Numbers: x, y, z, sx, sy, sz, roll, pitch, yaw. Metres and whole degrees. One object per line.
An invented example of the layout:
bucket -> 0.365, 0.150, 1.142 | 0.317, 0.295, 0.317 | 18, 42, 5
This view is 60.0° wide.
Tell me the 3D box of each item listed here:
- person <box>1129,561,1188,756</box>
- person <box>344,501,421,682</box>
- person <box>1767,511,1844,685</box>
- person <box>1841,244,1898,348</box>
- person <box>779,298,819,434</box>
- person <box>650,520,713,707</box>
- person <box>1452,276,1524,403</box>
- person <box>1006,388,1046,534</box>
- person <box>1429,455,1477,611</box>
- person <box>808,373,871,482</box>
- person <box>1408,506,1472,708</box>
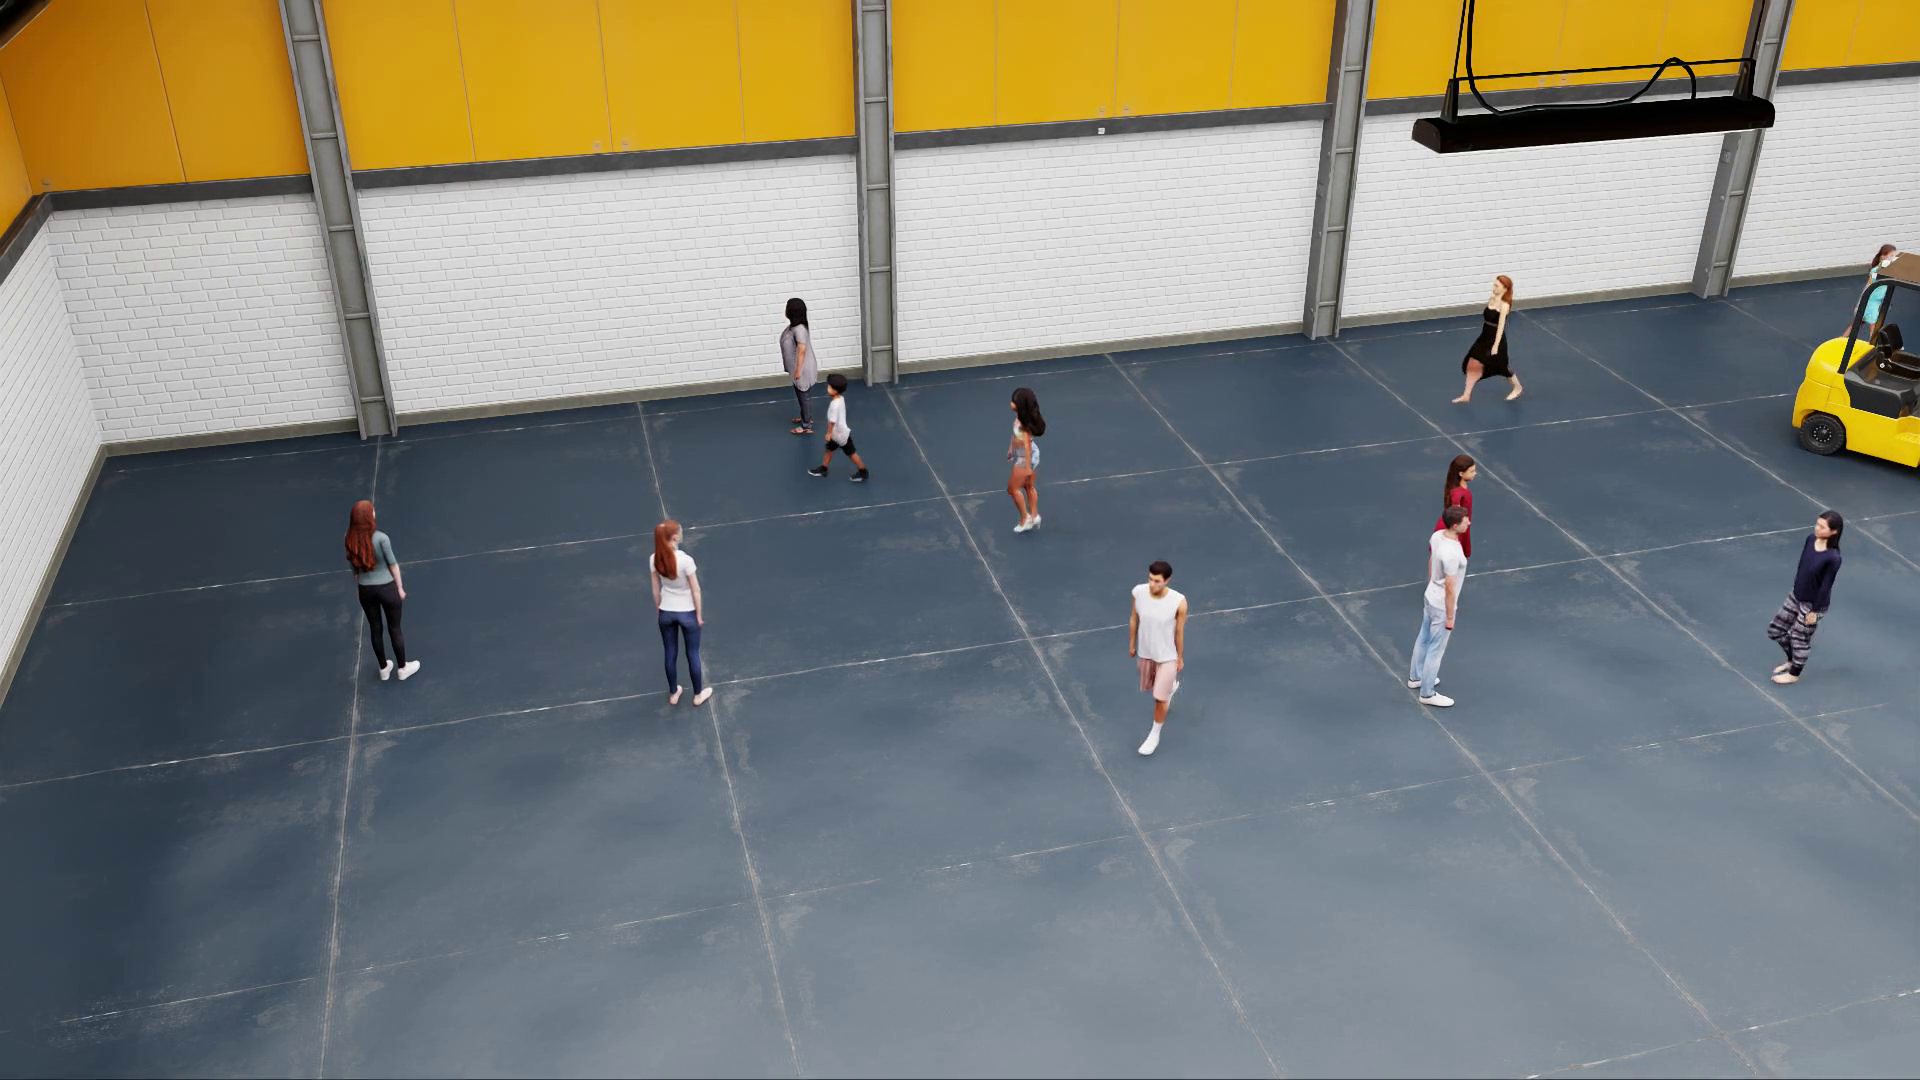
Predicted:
person -> 1.683, 0.881, 13.688 | 1.044, 1.759, 1.128 | 17, 33, 29
person -> -5.069, 0.445, 14.502 | 0.595, 1.743, 0.710 | 3, 29, 6
person -> 7.439, 0.498, 14.426 | 0.639, 1.724, 0.669 | -3, 29, -6
person -> 11.490, -3.008, 21.066 | 1.065, 1.519, 0.896 | -21, 35, -33
person -> -1.833, -2.036, 19.189 | 0.707, 1.611, 0.681 | -2, 29, -3
person -> -2.405, 0.634, 14.162 | 0.591, 1.738, 0.698 | 5, 29, 10
person -> 6.433, -2.351, 19.795 | 1.095, 1.583, 0.589 | -7, 29, -12
person -> 0.743, -0.800, 16.926 | 0.669, 1.609, 0.634 | -1, 29, -1
person -> 4.642, -0.095, 15.690 | 0.726, 1.554, 0.665 | 8, 30, 14
person -> -1.246, -1.188, 18.033 | 0.959, 1.229, 0.655 | 1, 29, 3
person -> 4.104, 0.536, 14.223 | 0.614, 1.851, 0.697 | -1, 29, -2
